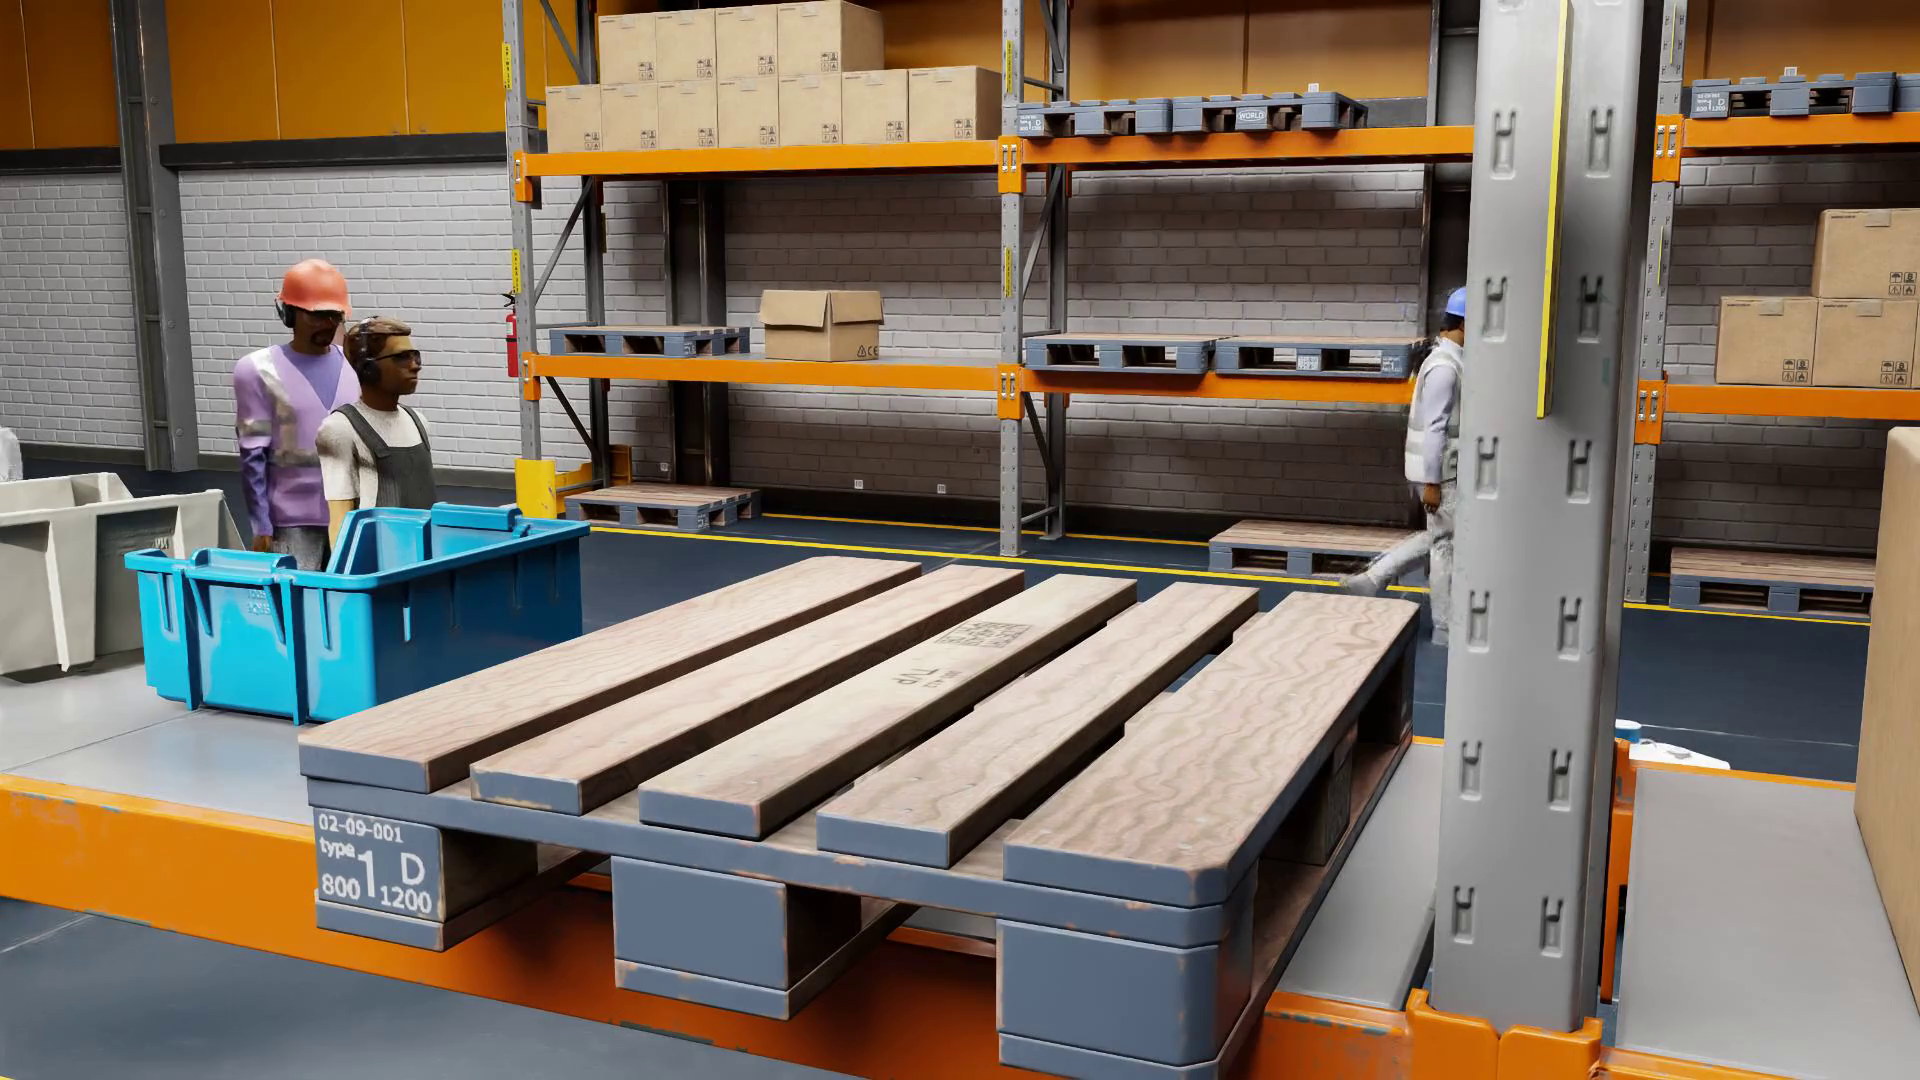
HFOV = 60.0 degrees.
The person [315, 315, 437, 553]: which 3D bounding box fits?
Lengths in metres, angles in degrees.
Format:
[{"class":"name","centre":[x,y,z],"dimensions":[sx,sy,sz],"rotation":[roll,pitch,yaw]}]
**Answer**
[{"class":"person","centre":[-1.924,0.170,5.641],"dimensions":[0.345,1.847,0.507],"rotation":[3,10,15]}]

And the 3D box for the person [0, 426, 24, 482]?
[{"class":"person","centre":[-3.192,0.235,5.345],"dimensions":[0.958,1.829,0.540],"rotation":[3,10,15]}]

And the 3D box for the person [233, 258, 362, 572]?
[{"class":"person","centre":[-2.575,-0.106,6.716],"dimensions":[0.400,2.038,0.606],"rotation":[8,13,41]}]

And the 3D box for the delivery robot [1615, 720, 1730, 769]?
[{"class":"delivery robot","centre":[2.112,0.820,5.323],"dimensions":[0.707,0.478,0.477],"rotation":[-5,11,-26]}]

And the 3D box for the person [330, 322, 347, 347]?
[{"class":"person","centre":[-5.554,-1.370,14.693],"dimensions":[0.410,1.905,0.641],"rotation":[0,9,-2]}]

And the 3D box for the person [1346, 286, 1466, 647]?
[{"class":"person","centre":[2.449,-0.376,8.730],"dimensions":[0.701,1.913,0.622],"rotation":[4,10,22]}]
